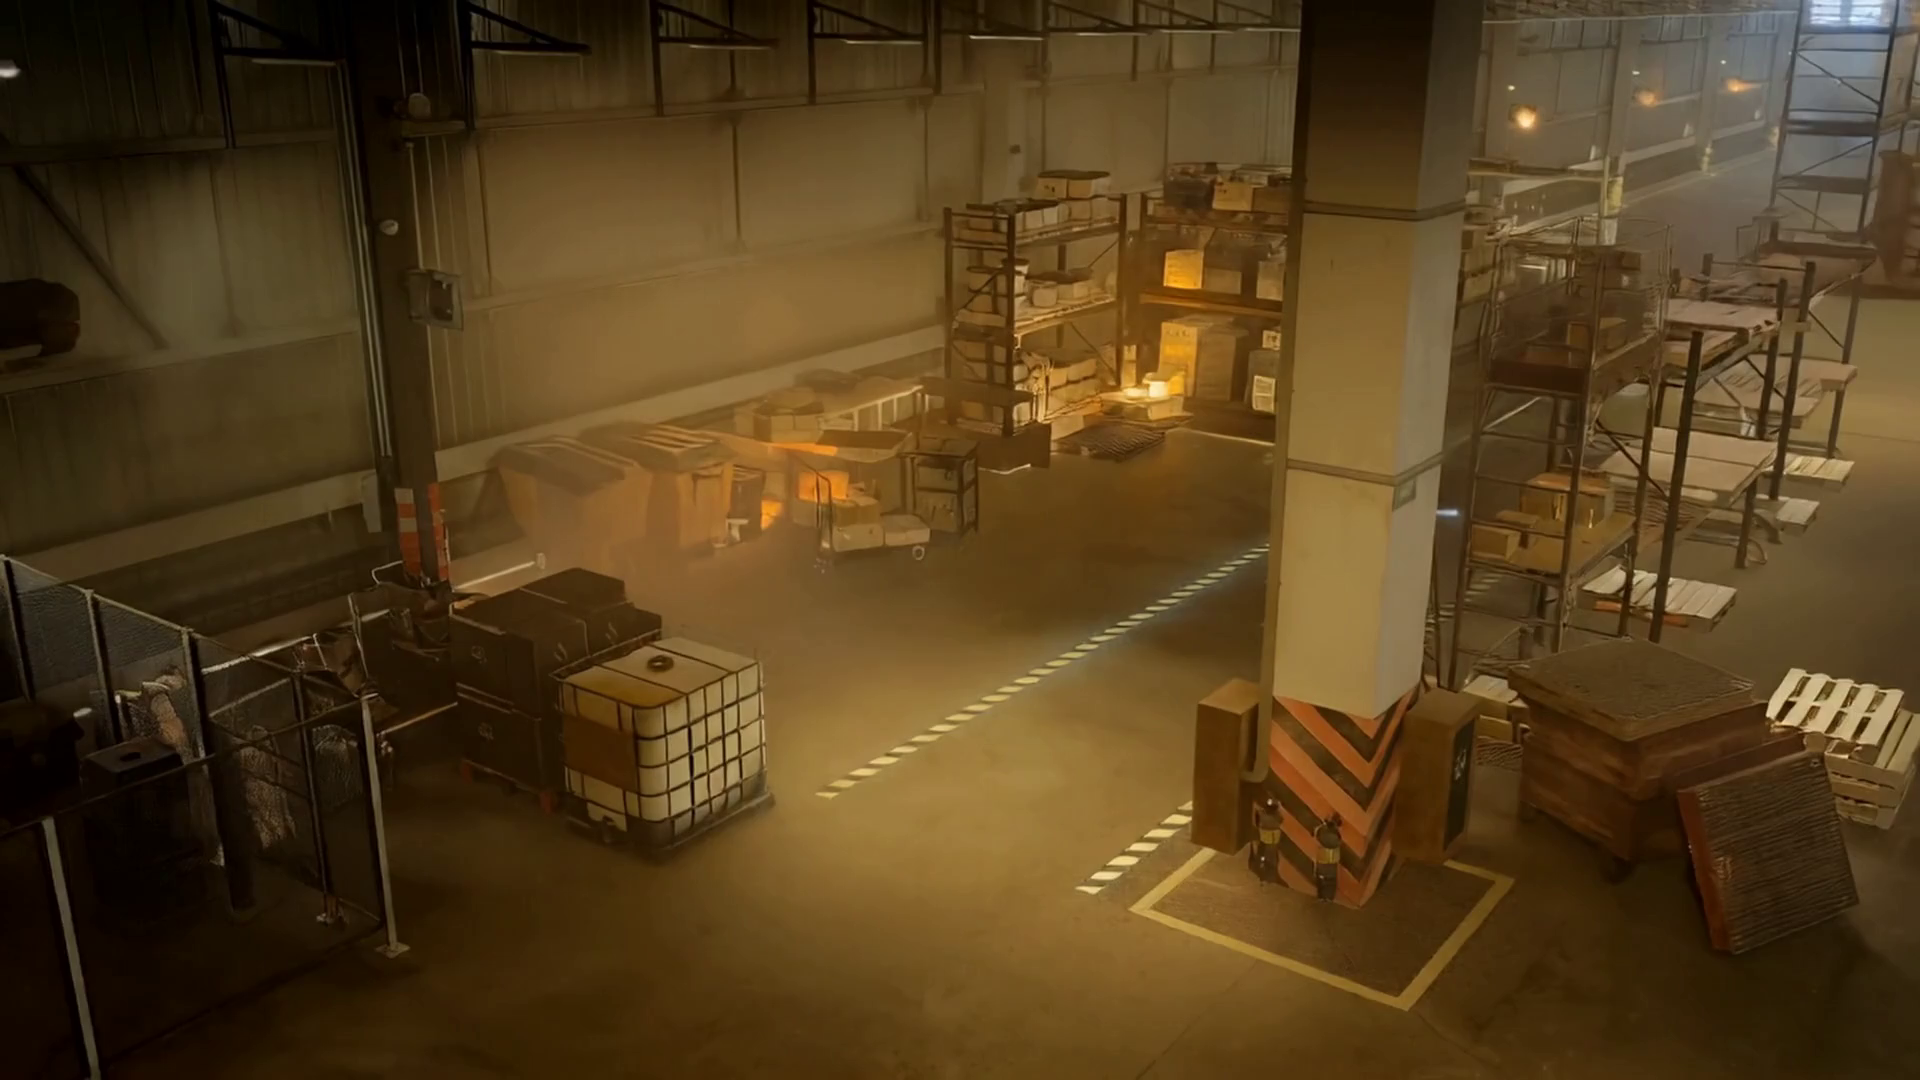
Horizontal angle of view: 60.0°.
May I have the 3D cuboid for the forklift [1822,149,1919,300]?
[{"bbox_3d":[18.113,-6.238,32.713,1.873,2.768,1.129,7,19,20],"label":"forklift"}]
